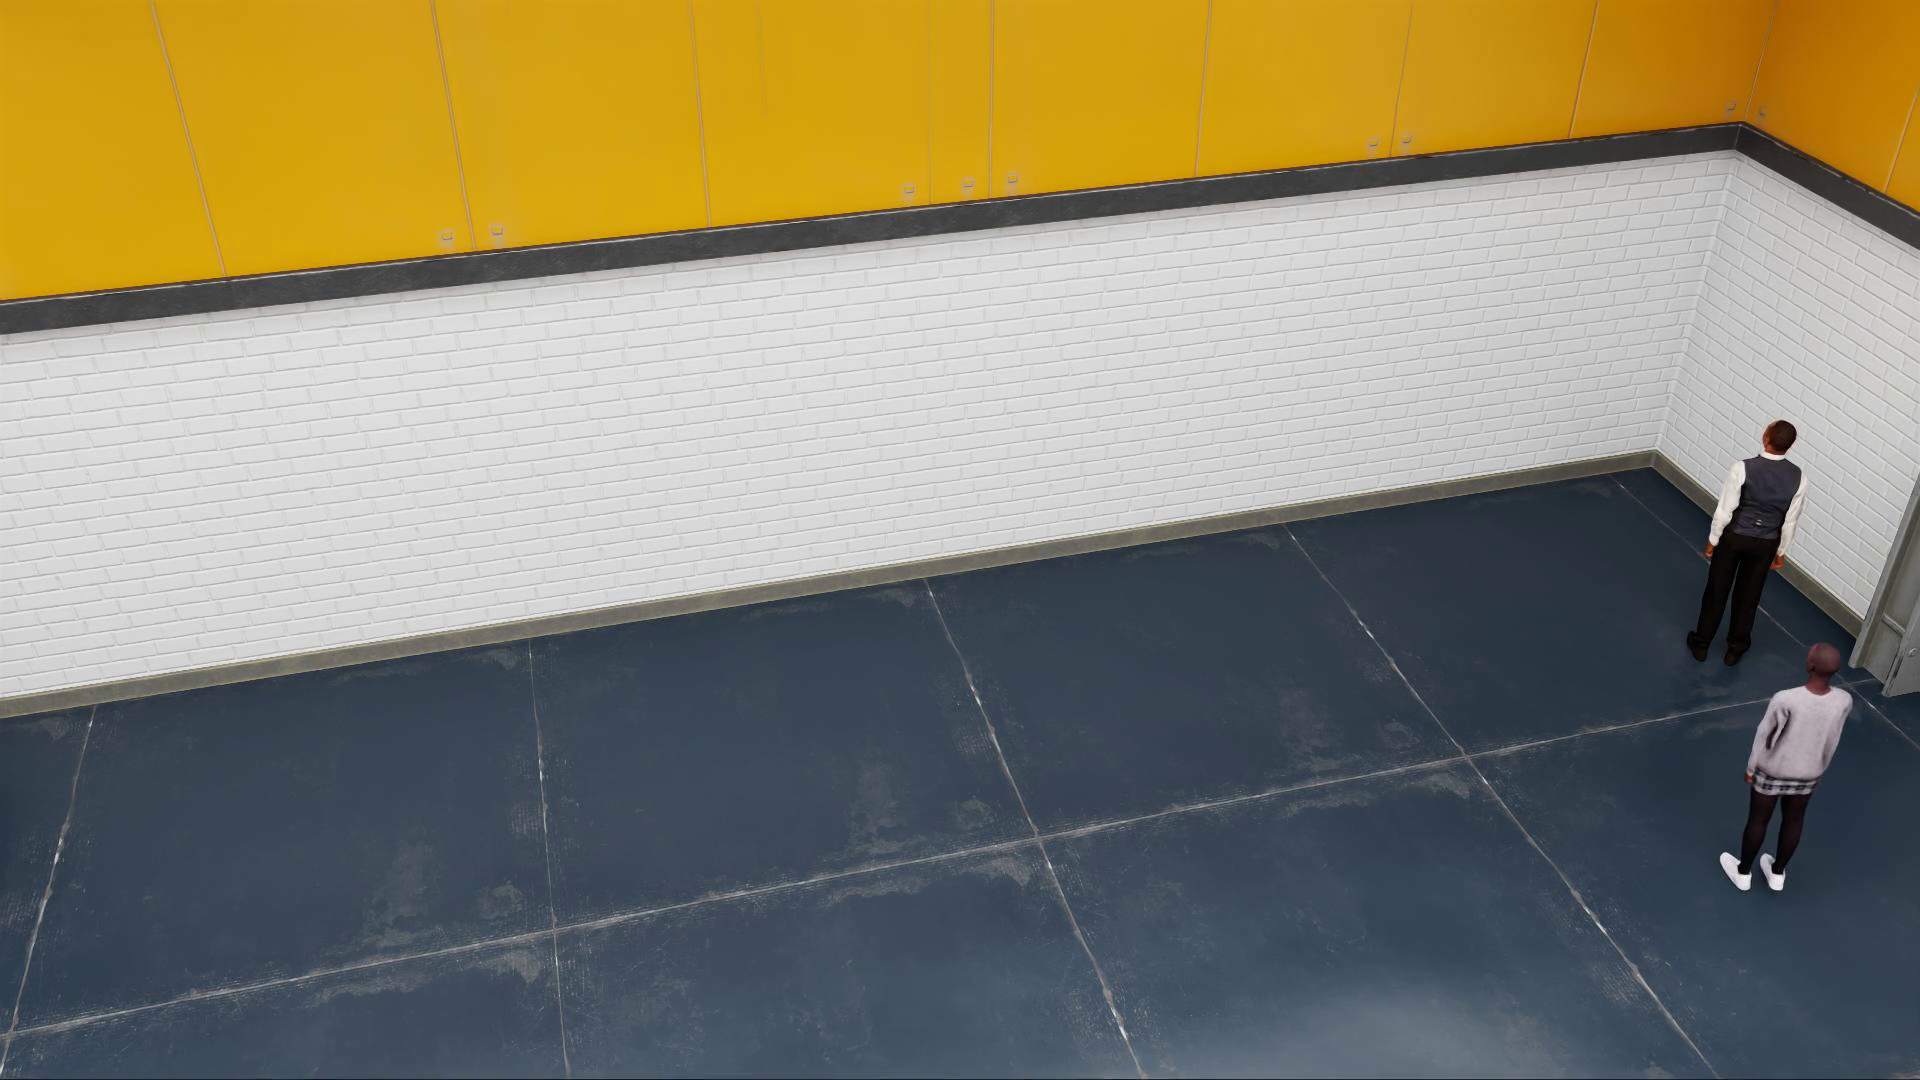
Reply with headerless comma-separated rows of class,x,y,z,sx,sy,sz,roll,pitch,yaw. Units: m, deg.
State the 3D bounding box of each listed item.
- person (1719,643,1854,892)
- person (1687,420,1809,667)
person,4.832,1.340,9.697,0.675,1.771,0.640,2,34,3
person,5.467,0.020,11.551,0.782,1.917,0.780,10,35,14
